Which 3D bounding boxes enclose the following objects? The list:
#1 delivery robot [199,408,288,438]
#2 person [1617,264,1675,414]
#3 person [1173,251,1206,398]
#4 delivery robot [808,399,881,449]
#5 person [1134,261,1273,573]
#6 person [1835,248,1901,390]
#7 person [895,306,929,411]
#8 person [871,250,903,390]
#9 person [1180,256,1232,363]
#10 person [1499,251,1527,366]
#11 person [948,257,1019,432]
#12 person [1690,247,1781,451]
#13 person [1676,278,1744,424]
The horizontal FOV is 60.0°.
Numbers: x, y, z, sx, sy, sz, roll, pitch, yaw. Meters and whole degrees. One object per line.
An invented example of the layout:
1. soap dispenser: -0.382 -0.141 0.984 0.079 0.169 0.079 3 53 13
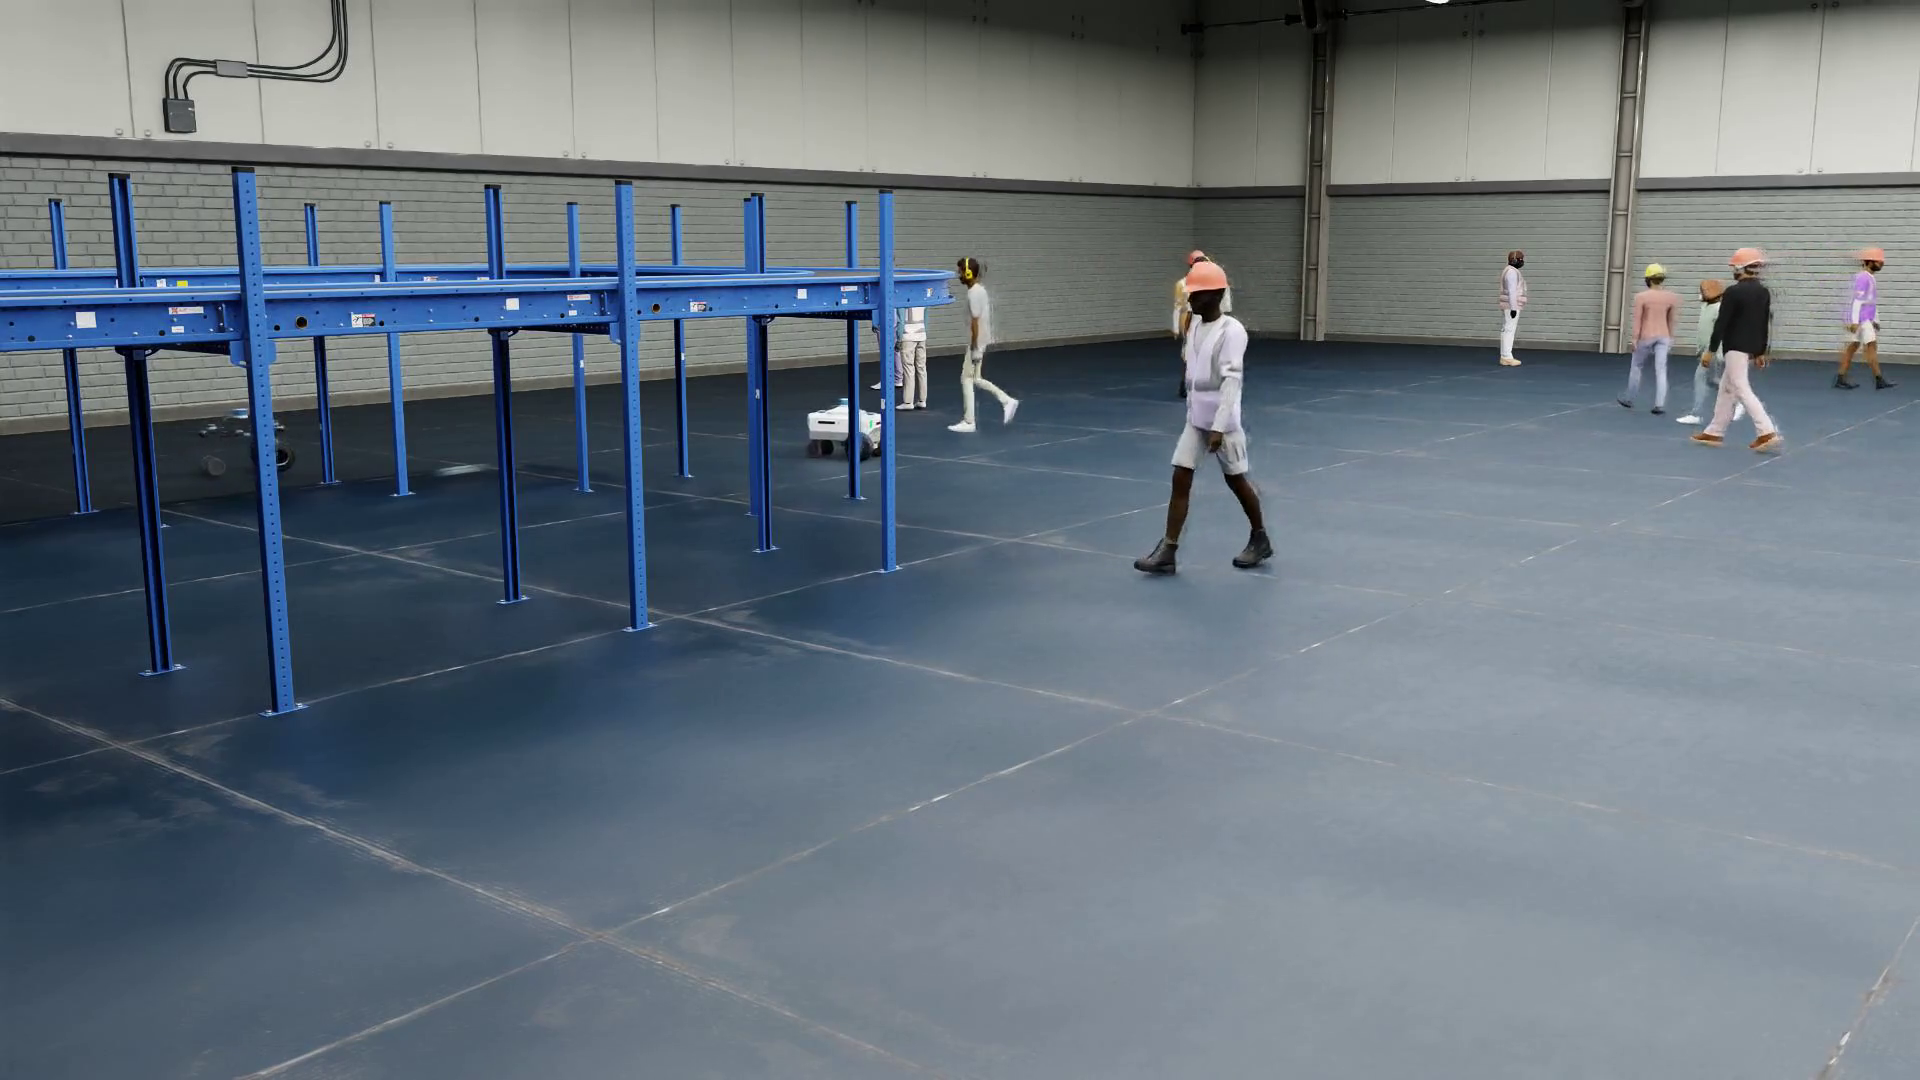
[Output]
1. delivery robot: -6.305 -1.040 14.619 0.698 0.223 0.335 -7 13 -35
2. person: 8.134 -2.379 19.658 0.551 1.724 0.893 -1 10 -3
3. person: 2.988 -2.712 21.092 0.553 1.888 0.989 -4 11 -22
4. delivery robot: -1.063 -1.080 15.558 0.707 0.478 0.477 4 11 23
5. person: 1.552 -0.744 10.151 0.983 1.896 0.563 -6 12 -30
6. person: 12.376 -2.981 22.490 0.902 1.900 0.575 7 13 36
7. person: -0.571 -2.371 19.834 0.308 1.645 0.514 9 13 40
8. person: -0.986 -3.002 22.605 0.408 1.908 0.641 6 12 32
9. person: 2.674 -2.108 17.856 0.580 1.854 0.403 6 12 29
10. person: 8.995 -3.774 27.061 0.429 1.842 0.637 2 10 12
11. person: 0.235 -2.063 17.587 0.645 1.842 0.511 3 11 14
12. person: 7.604 -1.851 16.119 0.613 1.959 0.994 -7 12 -33
13. person: 8.374 -2.092 18.410 0.739 1.600 0.508 1 10 5
